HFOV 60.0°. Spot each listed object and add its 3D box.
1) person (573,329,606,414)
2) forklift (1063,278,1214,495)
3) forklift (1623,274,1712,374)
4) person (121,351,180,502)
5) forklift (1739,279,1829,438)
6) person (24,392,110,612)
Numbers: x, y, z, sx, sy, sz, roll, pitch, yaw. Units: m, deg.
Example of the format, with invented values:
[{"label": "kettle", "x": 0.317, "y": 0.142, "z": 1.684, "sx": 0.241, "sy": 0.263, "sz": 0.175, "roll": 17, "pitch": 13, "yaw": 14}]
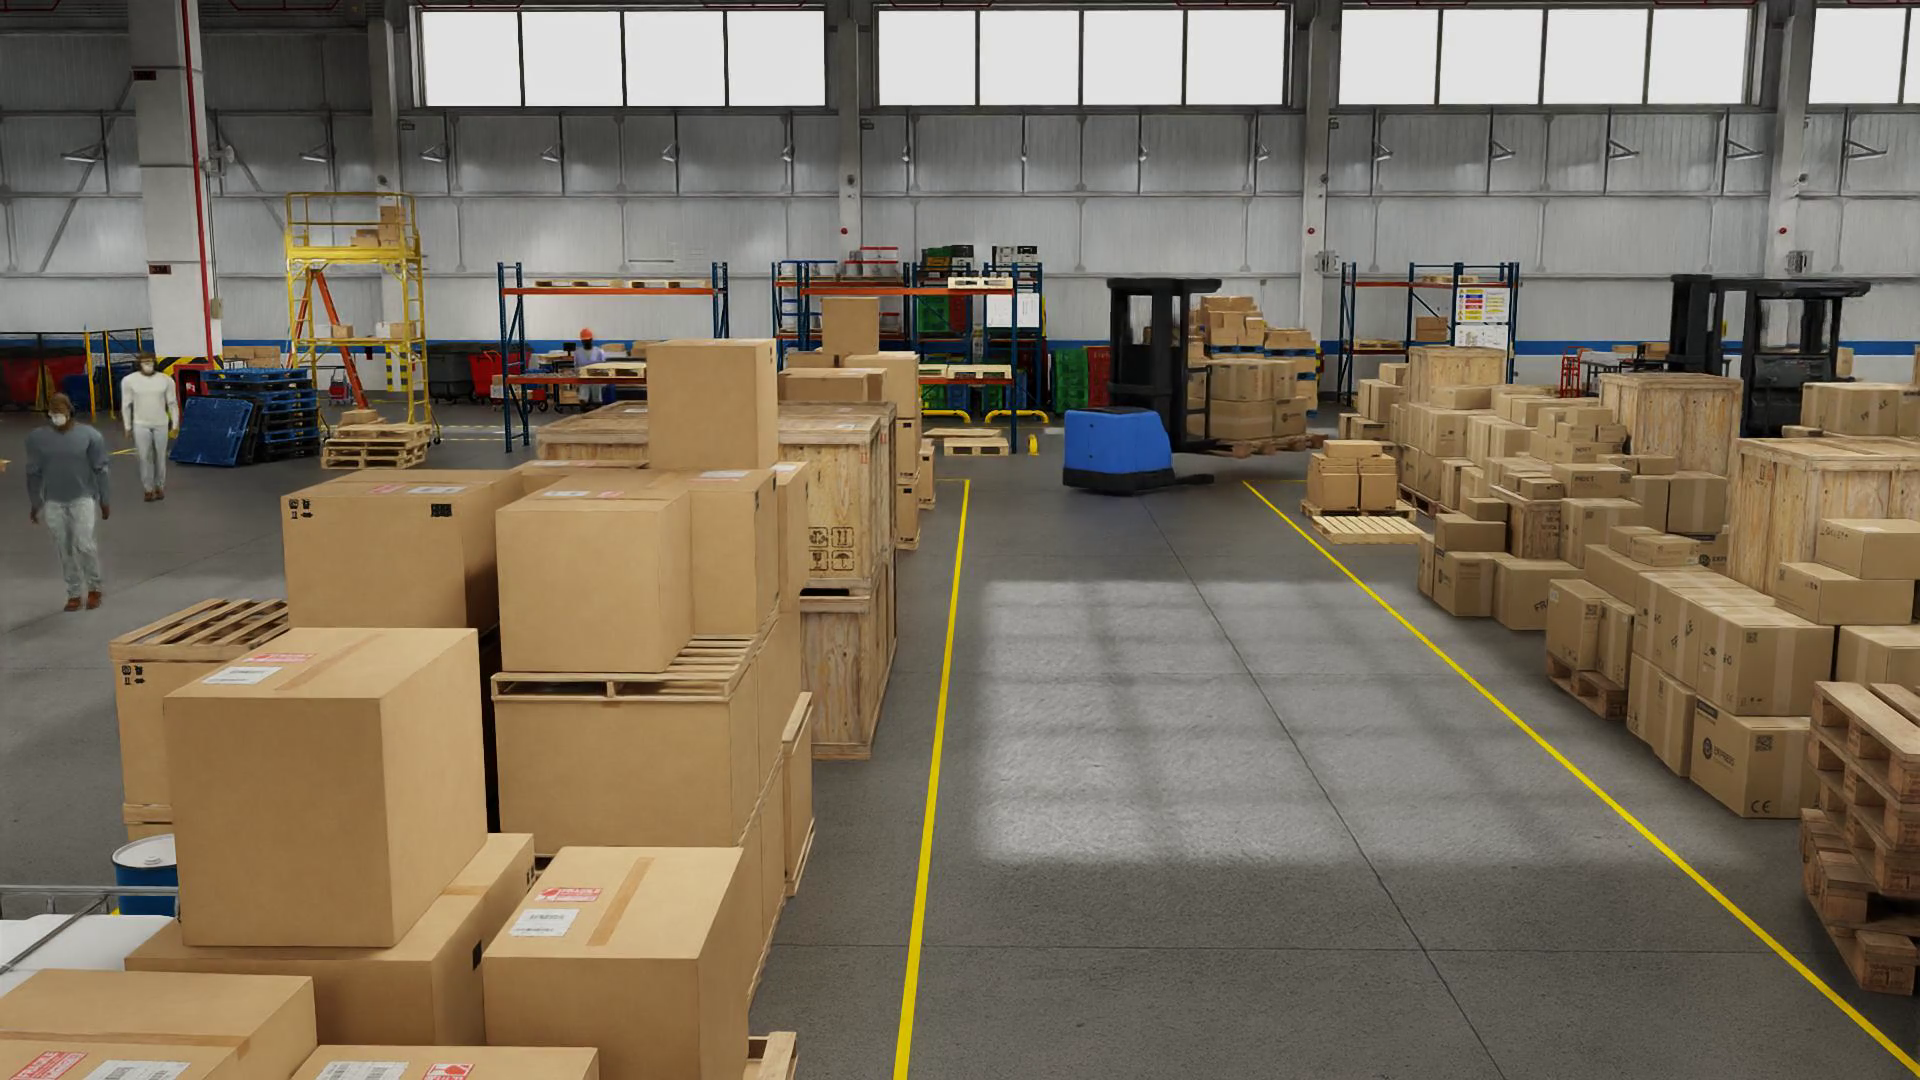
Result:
[{"label": "person", "x": -6.371, "y": -2.672, "z": 28.605, "sx": 0.568, "sy": 1.891, "sz": 0.957, "roll": 0, "pitch": 9, "yaw": -3}, {"label": "forklift", "x": 2.377, "y": -2.095, "z": 22.183, "sx": 1.873, "sy": 2.768, "sz": 1.129, "roll": -8, "pitch": 12, "yaw": -40}, {"label": "forklift", "x": 12.755, "y": -3.275, "z": 29.254, "sx": 1.873, "sy": 2.768, "sz": 1.129, "roll": 0, "pitch": 9, "yaw": 1}, {"label": "person", "x": -10.216, "y": -1.424, "z": 21.049, "sx": 0.655, "sy": 1.910, "sz": 0.861, "roll": -5, "pitch": 11, "yaw": -30}, {"label": "forklift", "x": 10.334, "y": -1.906, "z": 21.052, "sx": 1.129, "sy": 2.768, "sz": 1.873, "roll": 0, "pitch": 9, "yaw": 0}, {"label": "person", "x": -7.722, "y": -0.321, "z": 14.412, "sx": 0.632, "sy": 1.924, "sz": 0.478, "roll": -1, "pitch": 10, "yaw": -8}]
